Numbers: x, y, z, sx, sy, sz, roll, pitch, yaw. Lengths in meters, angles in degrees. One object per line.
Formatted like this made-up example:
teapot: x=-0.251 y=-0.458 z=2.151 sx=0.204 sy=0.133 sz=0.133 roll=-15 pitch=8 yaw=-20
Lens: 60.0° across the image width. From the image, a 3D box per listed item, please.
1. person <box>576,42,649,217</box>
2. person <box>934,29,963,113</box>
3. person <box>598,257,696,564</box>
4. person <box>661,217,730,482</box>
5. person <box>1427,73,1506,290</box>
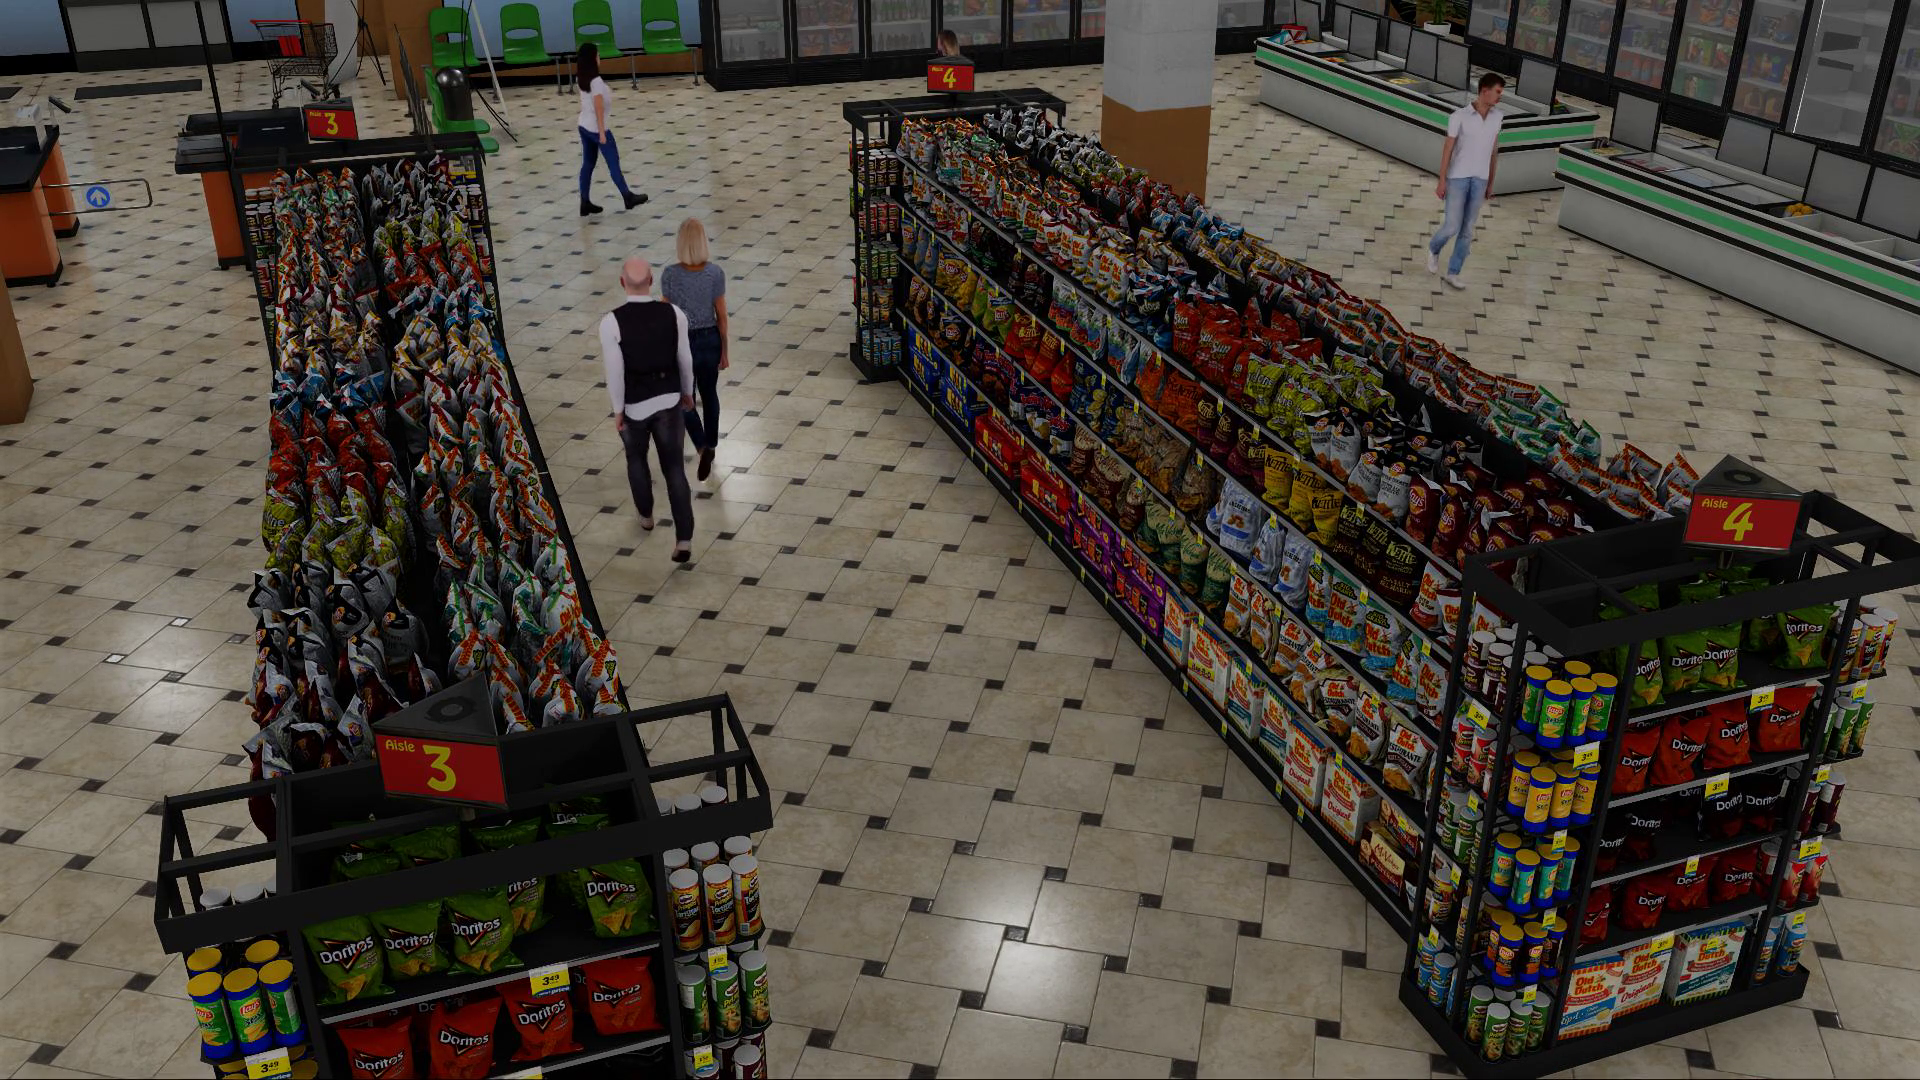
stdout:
person: x=-3.620 y=-3.953 z=16.220 sx=0.913 sy=1.654 sz=0.983 roll=-22 pitch=34 yaw=-37
person: x=-0.046 y=-4.273 z=16.811 sx=0.861 sy=1.689 sz=0.799 roll=12 pitch=29 yaw=23
person: x=-1.778 y=-0.710 z=9.684 sx=0.749 sy=1.781 sz=1.267 roll=-11 pitch=29 yaw=-21
person: x=-1.701 y=-1.215 z=10.765 sx=0.570 sy=1.703 sz=0.953 roll=-9 pitch=28 yaw=-17
person: x=4.335 y=-3.105 z=14.355 sx=0.732 sy=1.829 sz=0.796 roll=-4 pitch=27 yaw=-8
